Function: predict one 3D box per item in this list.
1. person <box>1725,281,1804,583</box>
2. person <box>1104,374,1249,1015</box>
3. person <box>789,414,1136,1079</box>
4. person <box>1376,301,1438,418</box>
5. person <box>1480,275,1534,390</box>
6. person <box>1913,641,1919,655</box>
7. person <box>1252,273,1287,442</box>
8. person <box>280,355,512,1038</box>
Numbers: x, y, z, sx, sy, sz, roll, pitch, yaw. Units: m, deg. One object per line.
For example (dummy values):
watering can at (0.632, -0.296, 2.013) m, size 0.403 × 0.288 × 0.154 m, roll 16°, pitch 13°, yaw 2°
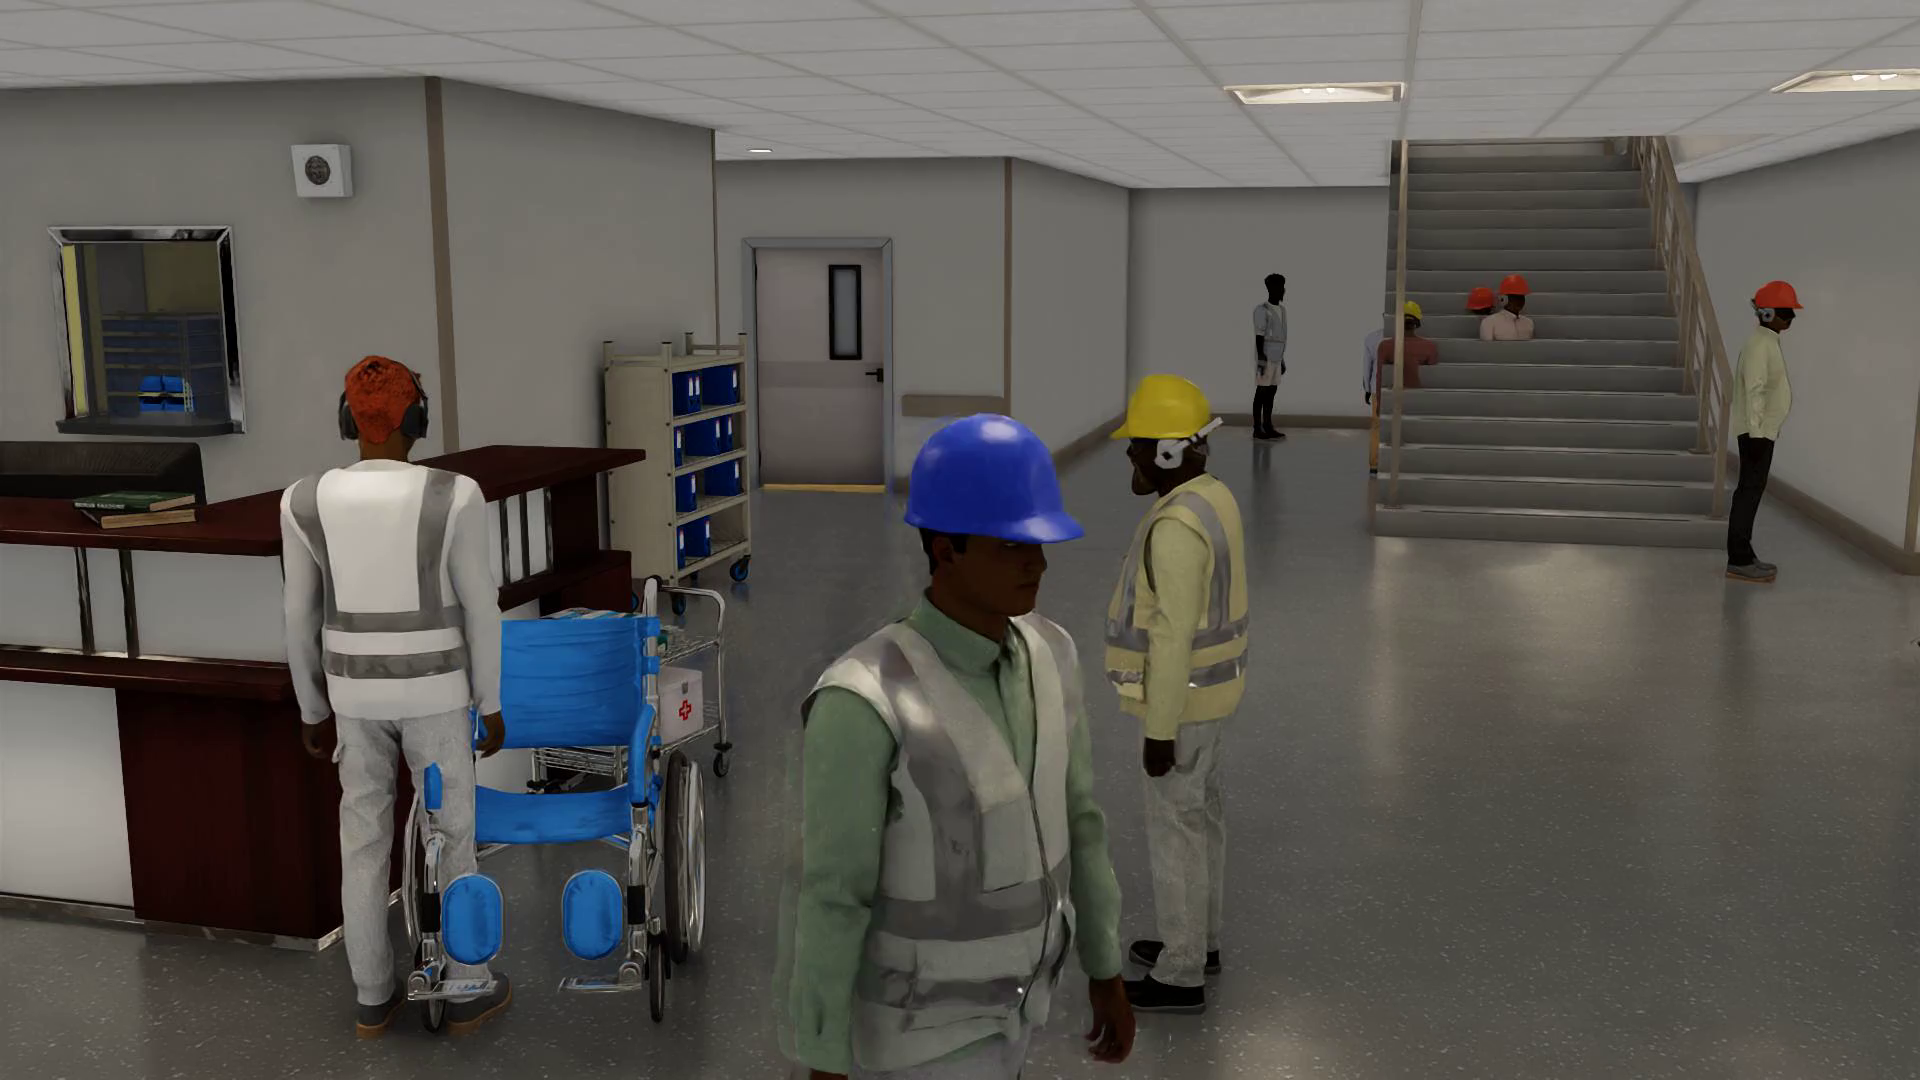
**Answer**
person at (5.360, -0.725, 11.113) m, size 0.389 × 1.992 × 0.625 m, roll 6°, pitch 11°, yaw 30°
person at (0.615, 0.439, 4.779) m, size 0.403 × 1.824 × 0.597 m, roll 3°, pitch 10°, yaw 17°
person at (0.096, 0.754, 2.673) m, size 0.965 × 1.896 × 0.639 m, roll 7°, pitch 12°, yaw 35°
person at (3.929, -1.214, 14.671) m, size 0.526 × 1.769 × 0.329 m, roll 2°, pitch 10°, yaw 13°
person at (4.907, -1.371, 14.918) m, size 0.609 × 1.995 × 0.378 m, roll -5°, pitch 11°, yaw -28°
person at (5.054, -0.111, 7.979) m, size 0.614 × 1.827 × 0.548 m, roll 8°, pitch 13°, yaw 41°
person at (3.658, -2.147, 19.570) m, size 0.373 × 1.966 × 0.607 m, roll 8°, pitch 12°, yaw 38°
person at (-1.536, 0.440, 4.573) m, size 0.573 × 1.887 × 0.359 m, roll 0°, pitch 10°, yaw 1°
